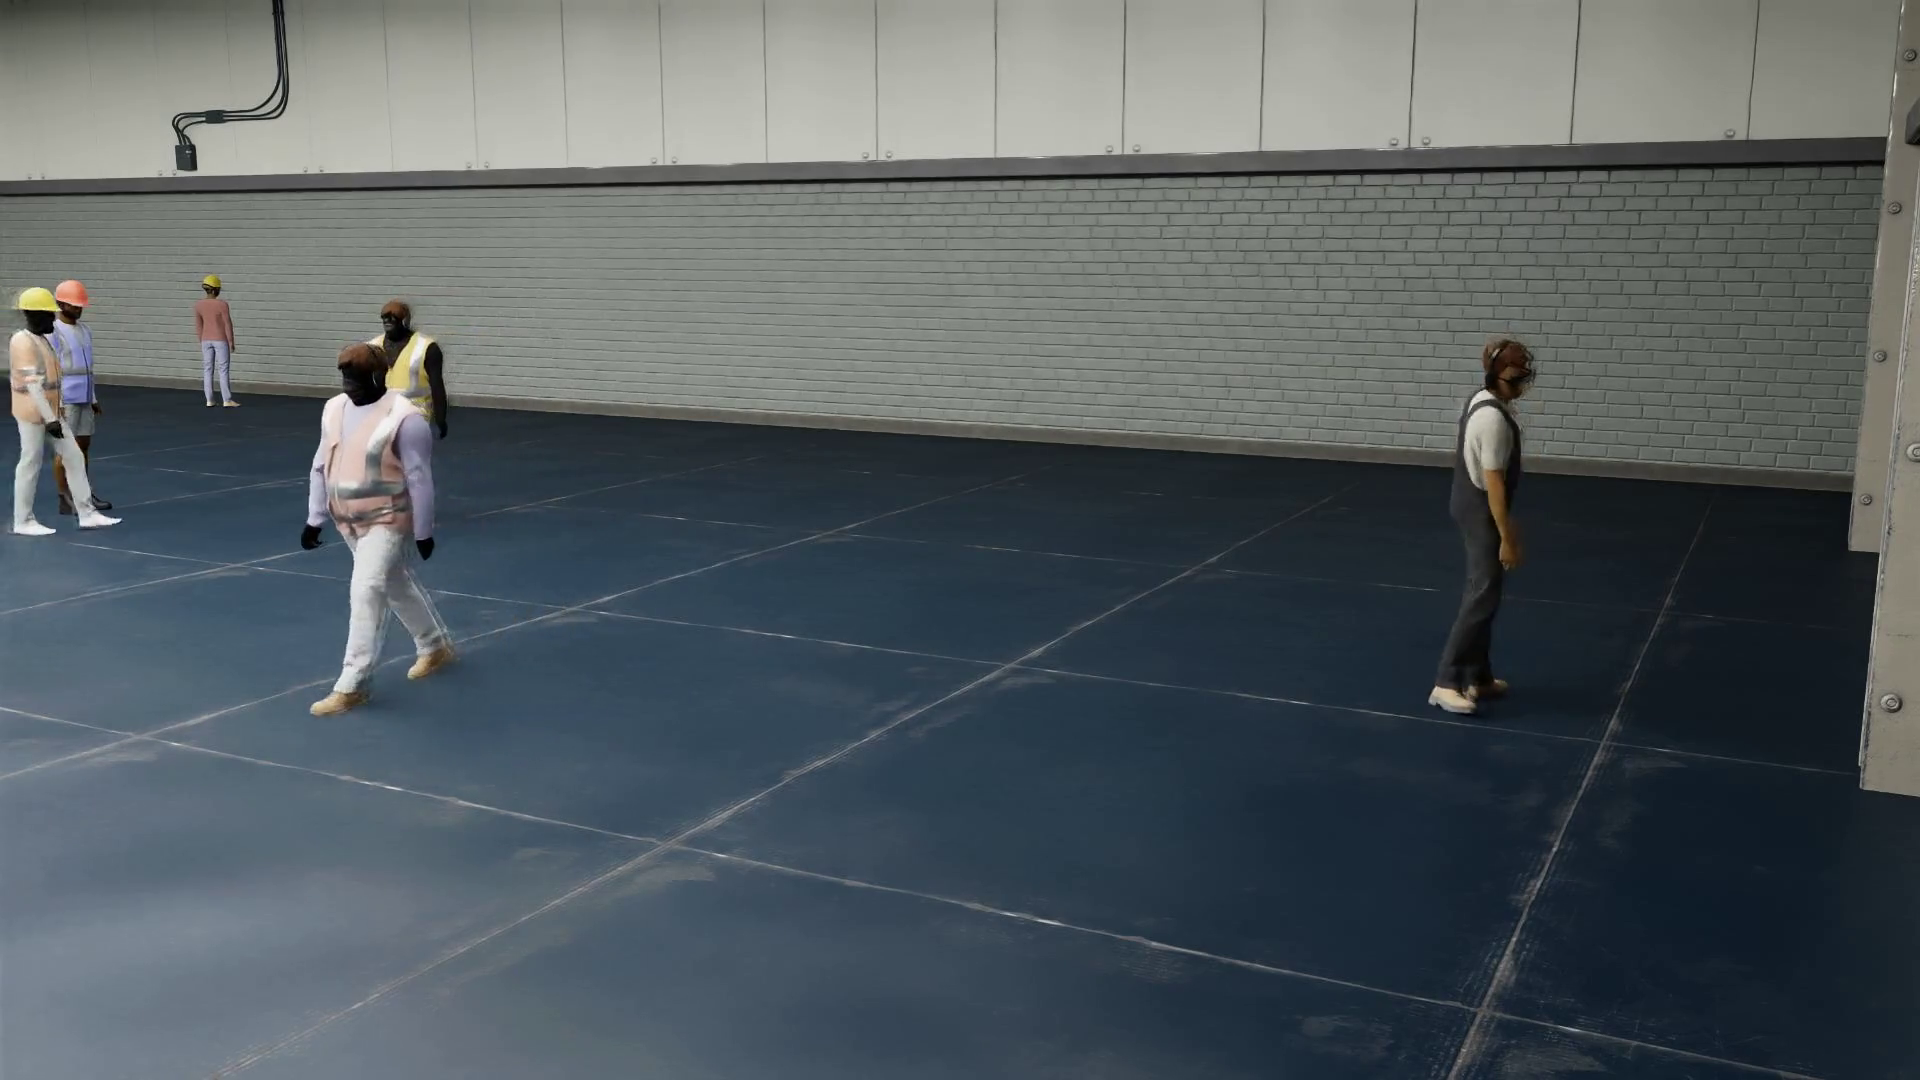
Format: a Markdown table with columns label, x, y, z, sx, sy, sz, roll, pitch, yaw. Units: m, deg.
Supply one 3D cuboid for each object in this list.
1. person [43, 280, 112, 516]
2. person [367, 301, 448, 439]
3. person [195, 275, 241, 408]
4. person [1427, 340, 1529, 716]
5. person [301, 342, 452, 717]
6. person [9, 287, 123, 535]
| label | x | y | z | sx | sy | sz | roll | pitch | yaw |
| --- | --- | --- | --- | --- | --- | --- | --- | --- | --- |
| person | -7.296 | -1.170 | 13.735 | 0.385 | 1.927 | 0.546 | 2 | 11 | 8 |
| person | -4.371 | -0.965 | 12.997 | 0.657 | 1.787 | 0.988 | 2 | 11 | 11 |
| person | -9.933 | -2.644 | 22.216 | 0.525 | 1.769 | 0.312 | 2 | 11 | 11 |
| person | 2.507 | -0.060 | 8.017 | 0.400 | 1.810 | 0.653 | 2 | 11 | 8 |
| person | -2.896 | -0.098 | 8.298 | 0.614 | 1.797 | 0.986 | 6 | 12 | 31 |
| person | -6.908 | -0.967 | 12.721 | 0.858 | 1.894 | 0.598 | -1 | 10 | -8 |
